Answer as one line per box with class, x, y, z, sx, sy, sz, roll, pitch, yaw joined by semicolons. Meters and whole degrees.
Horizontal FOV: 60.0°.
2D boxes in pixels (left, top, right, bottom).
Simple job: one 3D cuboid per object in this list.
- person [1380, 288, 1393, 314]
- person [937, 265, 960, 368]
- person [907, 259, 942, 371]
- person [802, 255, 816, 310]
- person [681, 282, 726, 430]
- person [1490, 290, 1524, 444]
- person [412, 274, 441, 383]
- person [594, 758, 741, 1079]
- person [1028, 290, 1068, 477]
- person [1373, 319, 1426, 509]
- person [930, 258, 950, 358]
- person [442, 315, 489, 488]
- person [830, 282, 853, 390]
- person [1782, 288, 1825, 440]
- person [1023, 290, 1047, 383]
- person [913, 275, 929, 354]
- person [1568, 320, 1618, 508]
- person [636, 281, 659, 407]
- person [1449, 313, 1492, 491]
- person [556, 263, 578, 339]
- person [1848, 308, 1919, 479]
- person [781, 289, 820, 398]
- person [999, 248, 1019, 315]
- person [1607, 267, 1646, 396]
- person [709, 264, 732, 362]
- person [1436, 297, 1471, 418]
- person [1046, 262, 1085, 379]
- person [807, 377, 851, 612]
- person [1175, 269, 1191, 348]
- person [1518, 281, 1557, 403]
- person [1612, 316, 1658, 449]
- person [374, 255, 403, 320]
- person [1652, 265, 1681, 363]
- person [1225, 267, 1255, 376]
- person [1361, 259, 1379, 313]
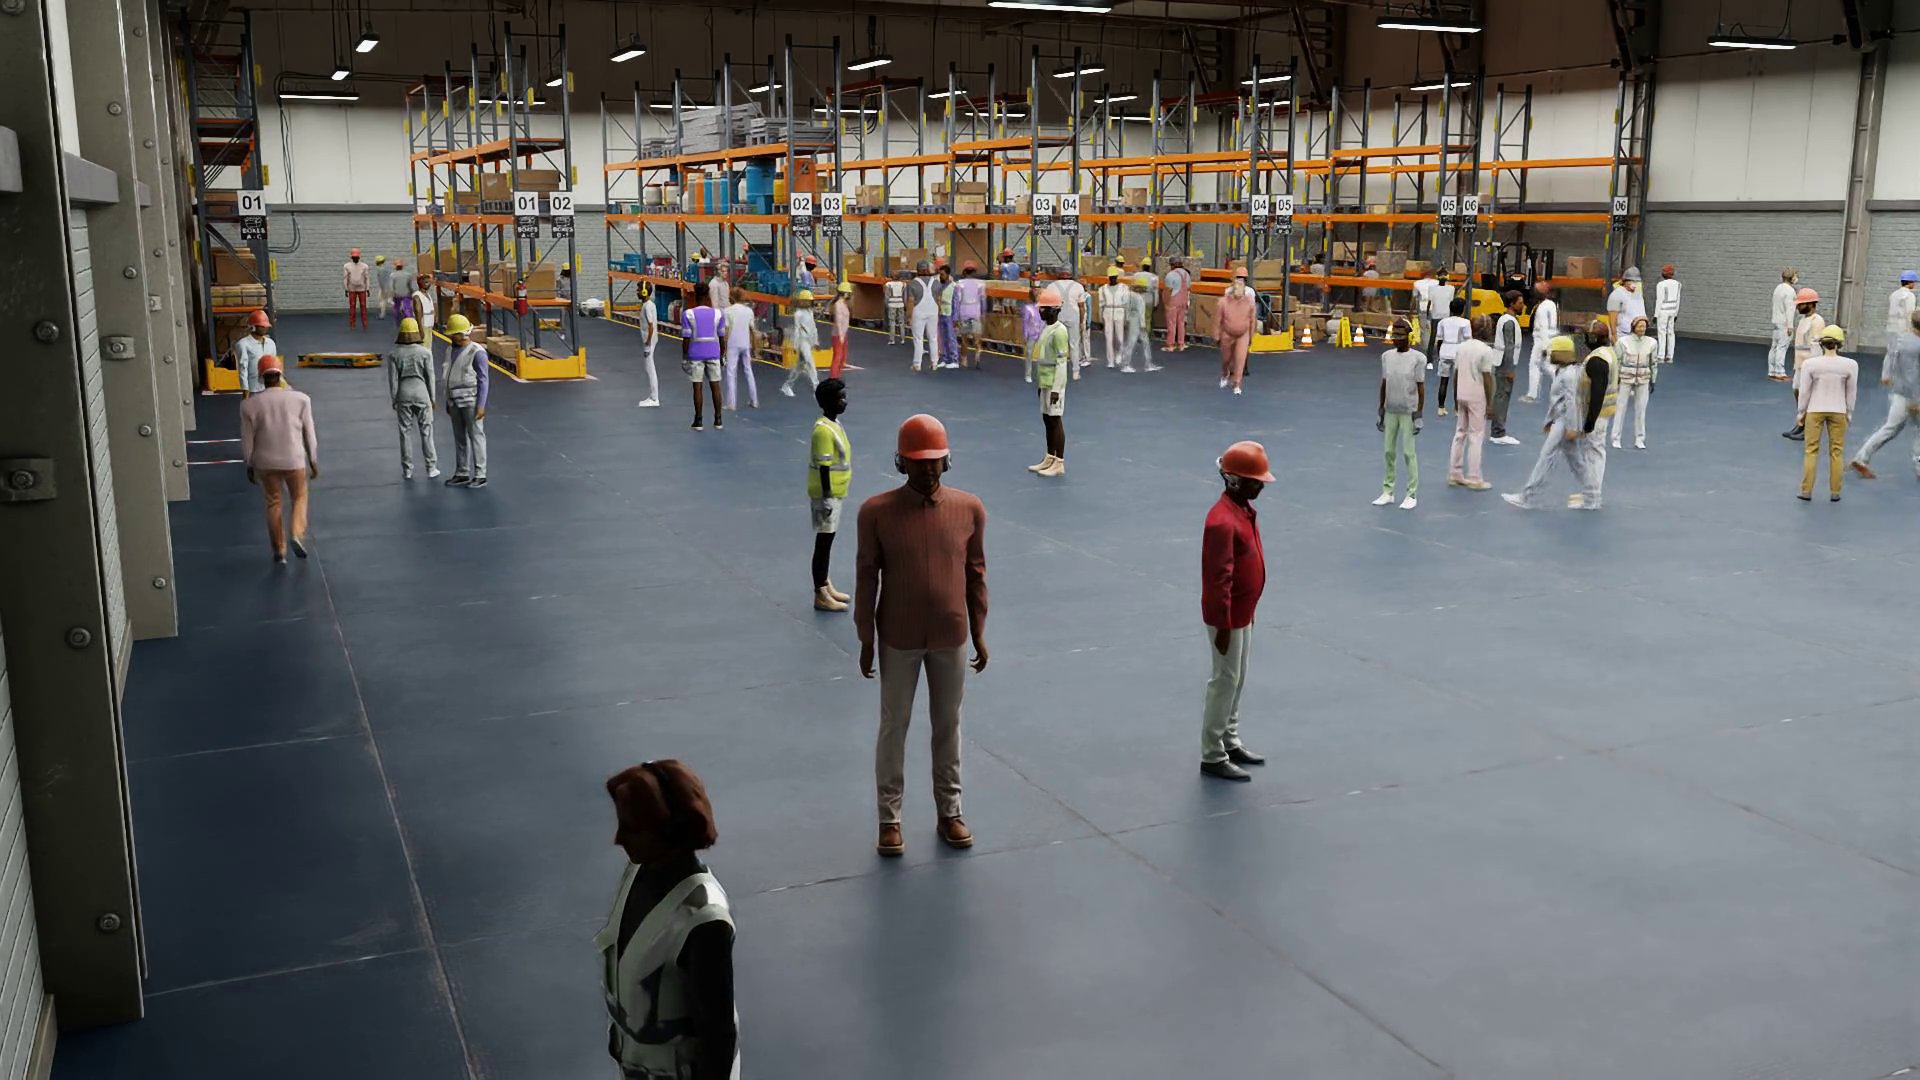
person;10.691;-6.208;41.811;0.336;1.749;0.575;-2;11;-9
person;-0.228;-4.152;30.975;0.369;1.910;0.591;-10;15;-43
person;-0.688;-4.133;30.533;0.673;2.000;0.536;-5;12;-23
person;-3.350;-5.367;37.068;0.360;1.939;0.543;-1;11;-3
person;-3.420;-2.451;22.183;0.612;1.961;0.363;-5;12;-24
person;6.853;-2.170;20.866;0.391;1.920;0.587;2;11;11
person;-9.081;-3.573;28.181;0.380;1.845;0.570;0;11;-1
person;-0.675;1.301;3.950;0.309;1.638;0.513;-7;13;-31
person;0.982;-1.715;18.238;0.370;2.044;0.608;-3;11;-14
person;4.308;-1.233;16.273;0.328;1.861;0.506;-10;15;-42
person;-0.353;-4.625;33.239;0.396;1.967;0.674;5;12;23
person;-5.211;-1.454;17.481;0.588;1.822;0.403;7;13;33
person;-1.933;-3.321;27.133;0.370;1.754;0.582;2;11;8
person;10.752;-2.233;21.191;0.390;1.923;0.549;1;11;6
person;1.292;-3.420;28.061;0.526;1.592;0.880;-3;12;-16
person;-0.820;-4.643;34.138;0.307;1.645;0.512;3;12;16
person;6.201;-1.232;16.308;0.430;1.841;0.624;5;12;25
person;-4.674;-2.927;24.843;0.313;1.869;0.538;-2;11;-9
person;5.351;-1.437;17.335;0.328;1.842;0.515;-5;12;-24
person;-8.988;-5.471;38.093;0.488;1.744;0.296;-5;12;-22
person;10.112;-1.546;17.779;1.013;1.898;0.647;10;15;43
person;-2.443;-3.062;25.949;0.891;1.703;0.496;5;12;22
person;1.137;-5.887;39.448;0.387;2.039;0.616;8;14;36
person;10.482;-3.257;26.085;0.685;2.000;0.535;-7;13;-32
person;-4.550;-4.328;31.877;0.403;1.903;0.660;3;11;13
person;6.978;-2.575;23.491;0.539;1.695;0.318;11;15;43
person;1.826;-3.808;28.881;0.684;2.000;0.535;2;11;8
person;-0.950;-0.337;12.121;0.321;1.695;0.537;1;11;3
person;4.754;-4.934;35.509;0.322;1.685;0.542;-2;11;-10
person;8.886;-2.971;25.096;0.733;1.862;0.577;9;14;38
person;8.268;-1.929;20.388;0.517;1.633;0.312;2;11;9
person;-15.475;-6.805;44.867;0.657;1.744;0.533;0;11;0
person;13.577;-4.340;31.990;0.585;1.881;0.337;-5;12;-24
person;4.950;-3.868;29.490;0.543;1.929;0.388;5;12;24
person;10.352;-6.210;41.886;0.569;1.734;0.536;-8;13;-34
